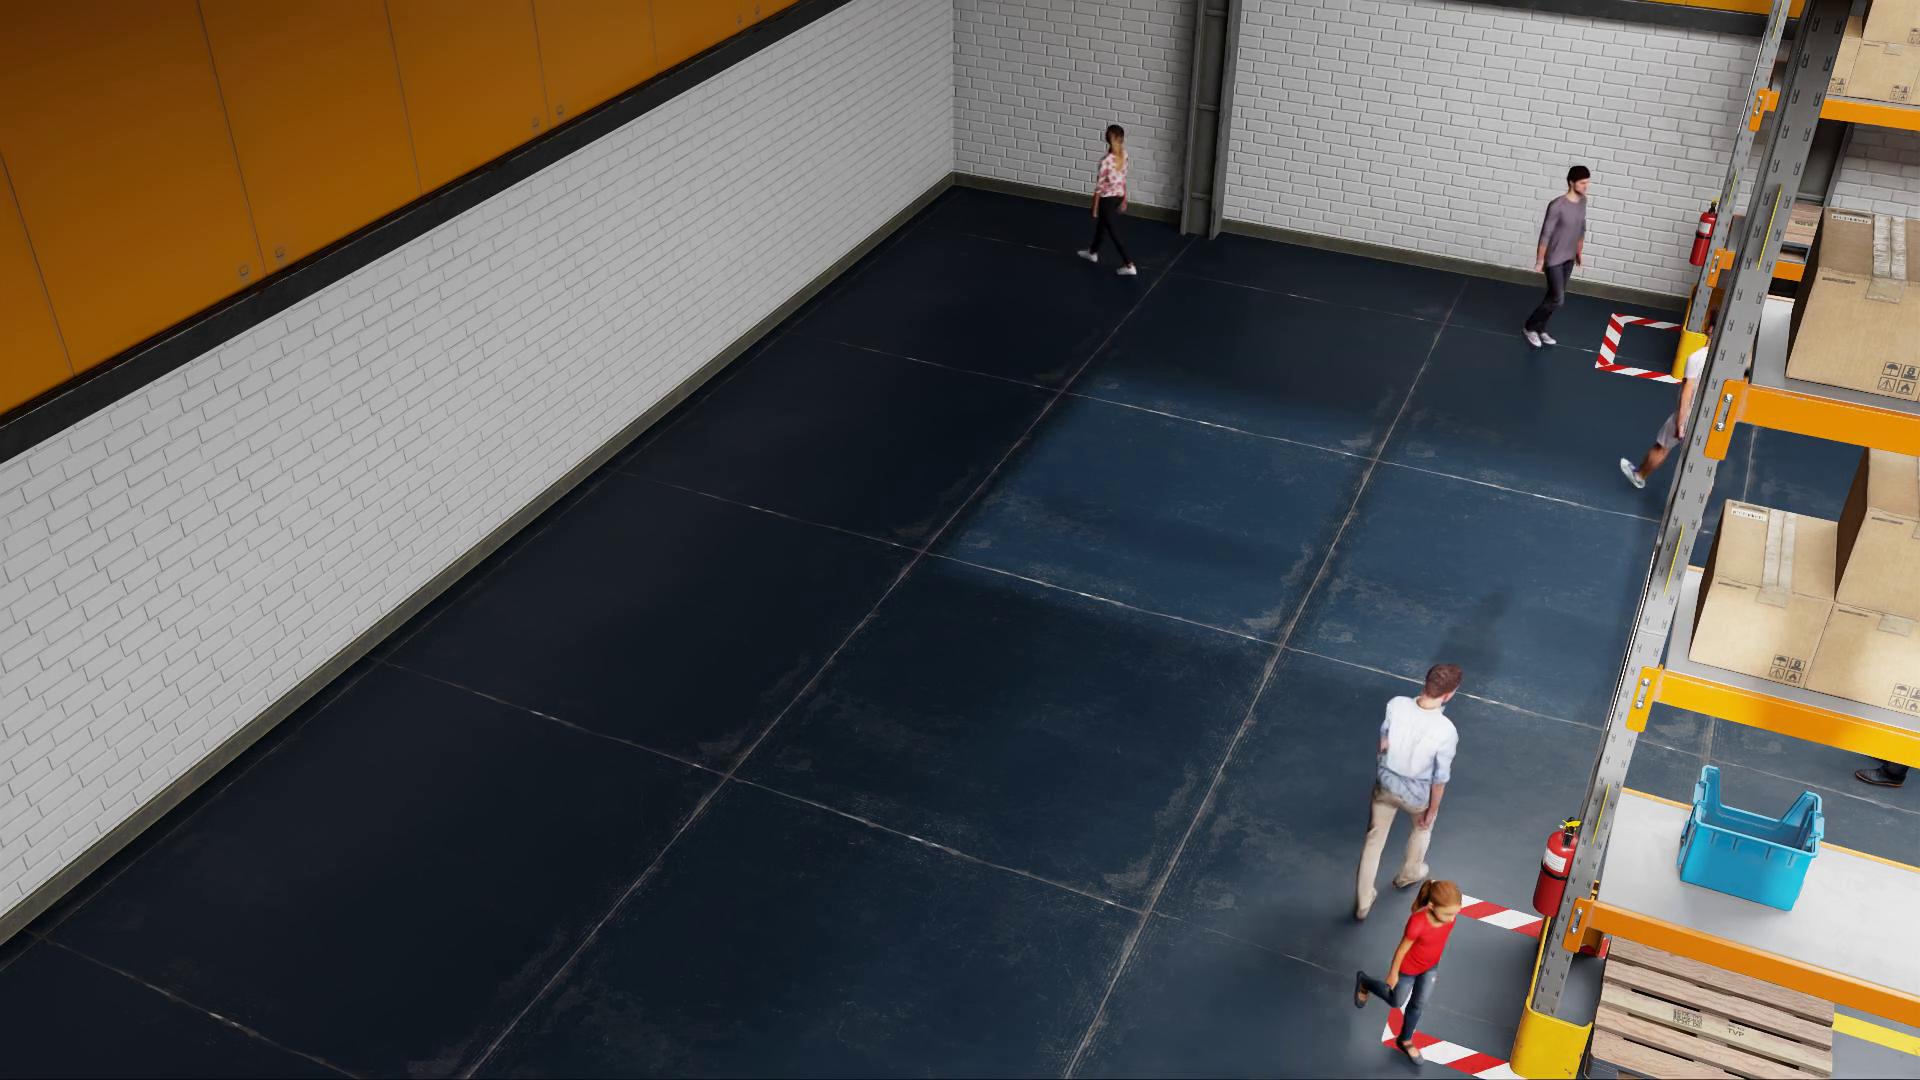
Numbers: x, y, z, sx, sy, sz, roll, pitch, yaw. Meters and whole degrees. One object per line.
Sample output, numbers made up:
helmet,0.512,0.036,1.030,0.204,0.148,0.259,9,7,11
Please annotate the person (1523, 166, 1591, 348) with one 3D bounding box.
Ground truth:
person,5.764,-2.788,16.195,0.779,1.839,0.776,-23,40,-30

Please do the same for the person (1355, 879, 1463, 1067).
person,2.452,2.264,9.092,0.765,1.288,0.847,-12,36,-18

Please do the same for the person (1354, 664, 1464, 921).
person,2.559,1.522,9.732,0.888,1.815,0.839,21,39,28

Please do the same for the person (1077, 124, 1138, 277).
person,1.650,-3.545,17.556,1.154,1.593,0.801,27,42,34

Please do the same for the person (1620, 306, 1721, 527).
person,6.050,-0.959,13.465,1.165,1.815,1.195,-9,35,-13
